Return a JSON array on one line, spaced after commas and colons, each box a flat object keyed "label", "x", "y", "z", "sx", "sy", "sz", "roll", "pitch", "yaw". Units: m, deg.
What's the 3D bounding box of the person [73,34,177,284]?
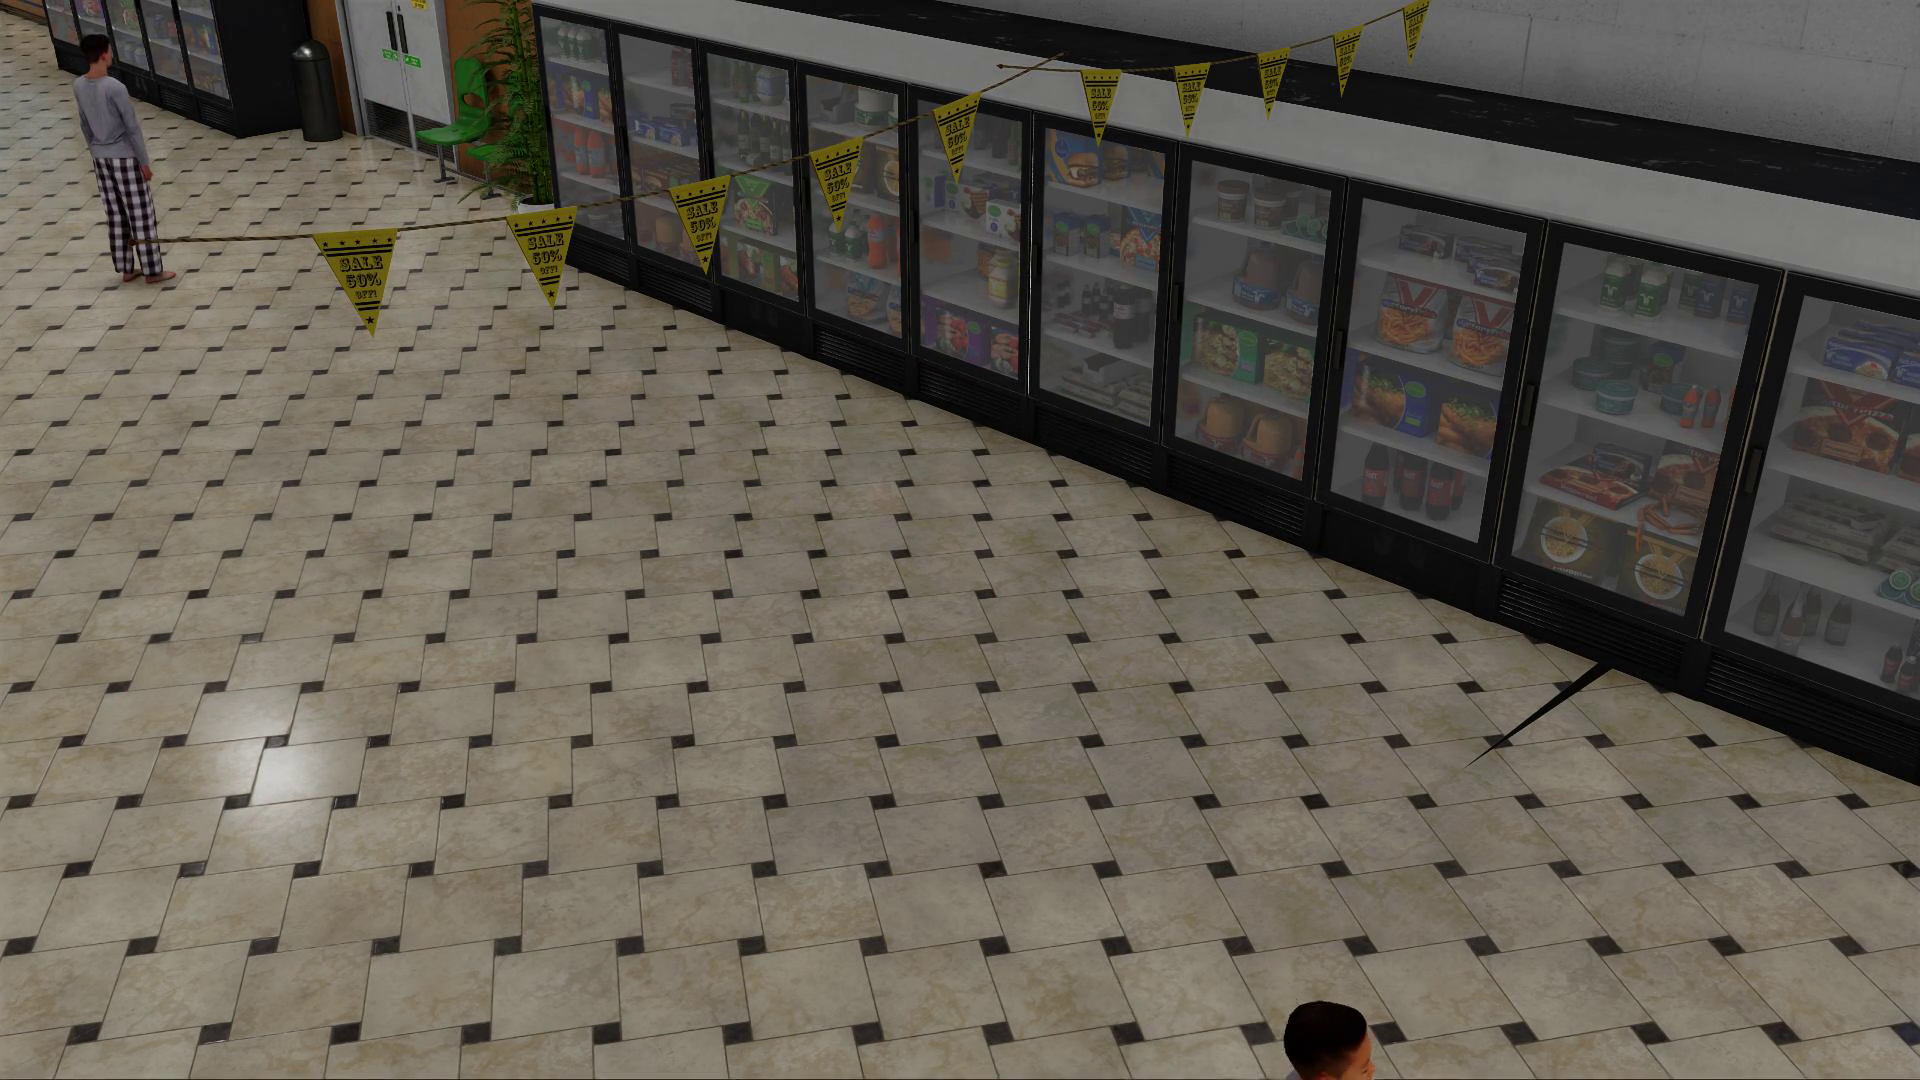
[{"label": "person", "x": -6.350, "y": -2.862, "z": 12.538, "sx": 0.712, "sy": 1.847, "sz": 0.712, "roll": 7, "pitch": 28, "yaw": 14}]

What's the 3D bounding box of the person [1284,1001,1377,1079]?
[{"label": "person", "x": 0.793, "y": 1.663, "z": 4.068, "sx": 0.989, "sy": 1.437, "sz": 0.978, "roll": 3, "pitch": 27, "yaw": 6}]
